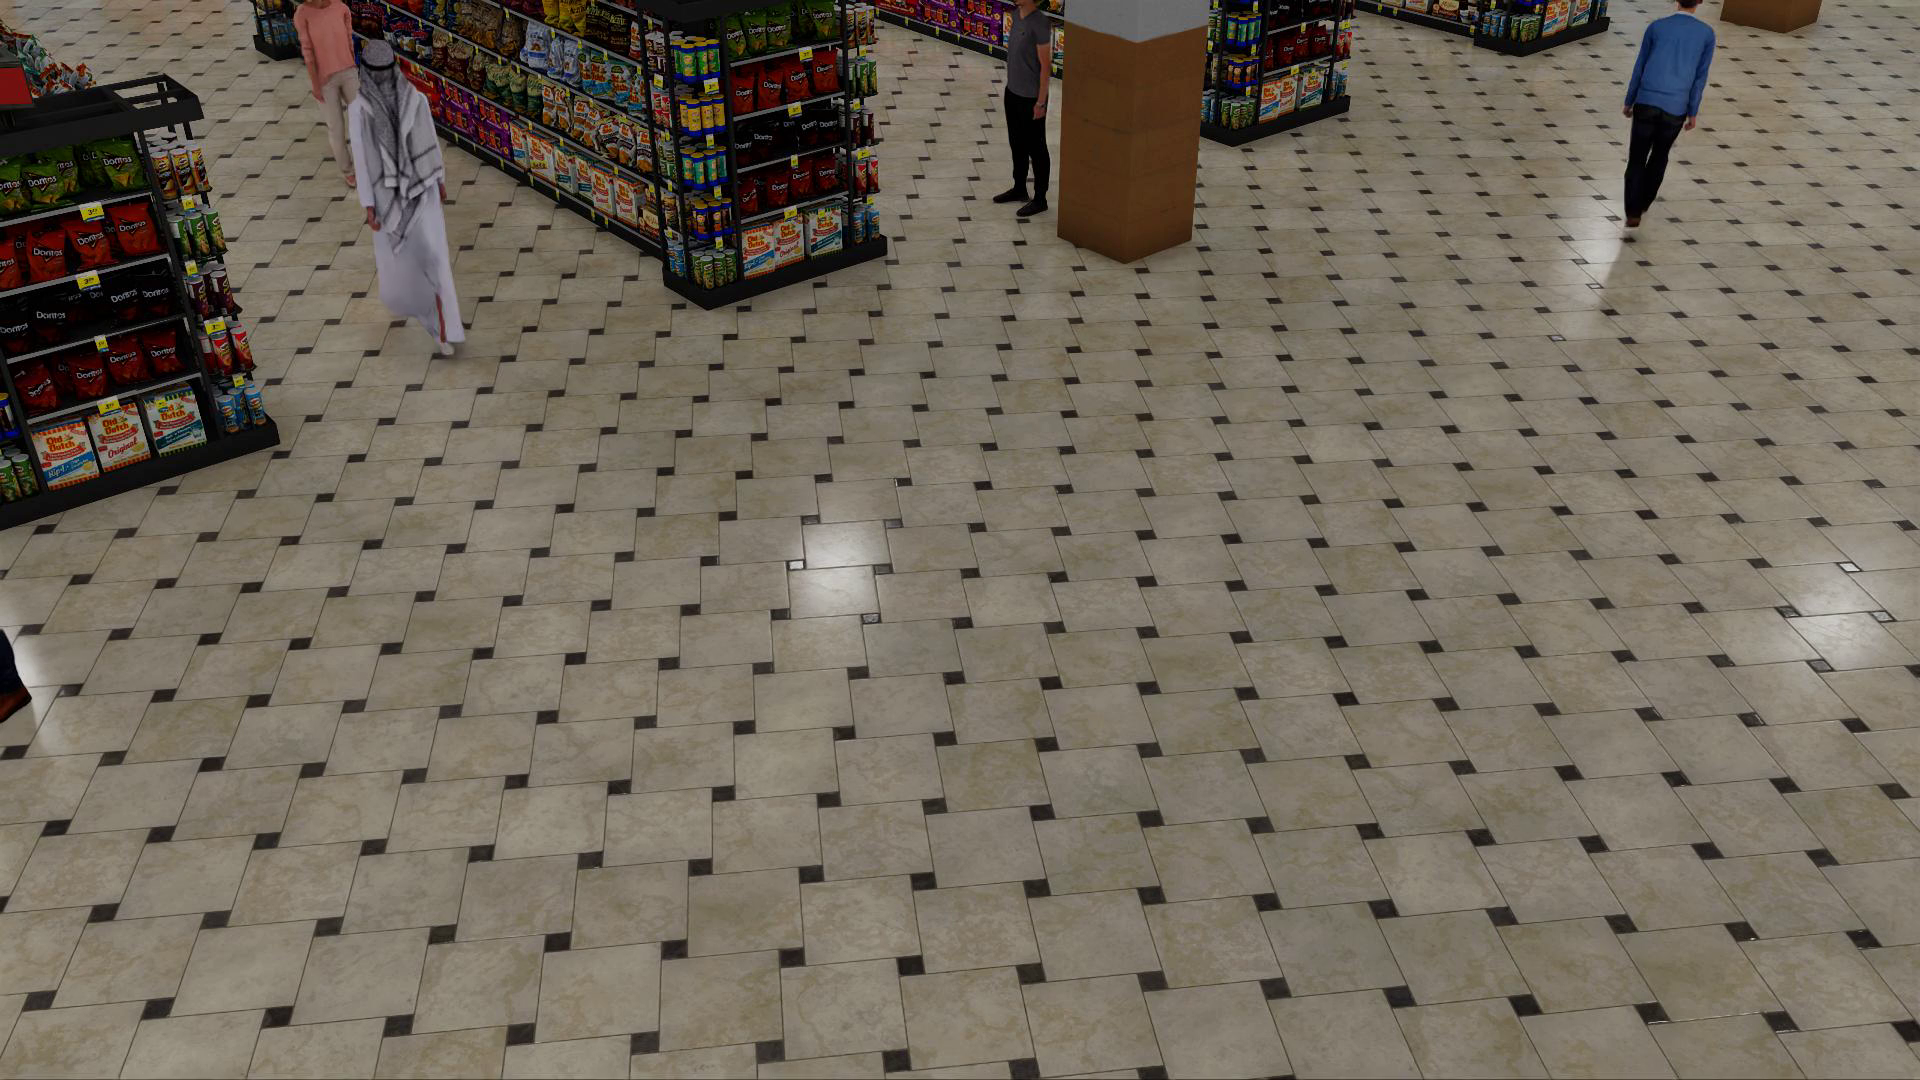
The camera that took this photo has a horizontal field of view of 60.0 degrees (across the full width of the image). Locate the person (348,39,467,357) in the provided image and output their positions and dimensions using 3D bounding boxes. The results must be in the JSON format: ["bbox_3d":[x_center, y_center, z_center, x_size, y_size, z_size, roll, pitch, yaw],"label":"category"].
[{"bbox_3d":[-3.326,-2.020,10.085,0.866,1.881,1.286,-17,36,-26],"label":"person"}]

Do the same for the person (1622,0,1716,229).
[{"bbox_3d":[5.018,-3.095,11.906,1.196,1.782,1.096,11,34,17],"label":"person"}]

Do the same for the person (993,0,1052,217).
[{"bbox_3d":[0.499,-3.295,12.254,0.715,1.754,0.518,-17,36,-26],"label":"person"}]

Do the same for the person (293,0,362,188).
[{"bbox_3d":[-4.807,-3.537,12.682,0.601,1.712,0.623,-22,38,-31],"label":"person"}]
